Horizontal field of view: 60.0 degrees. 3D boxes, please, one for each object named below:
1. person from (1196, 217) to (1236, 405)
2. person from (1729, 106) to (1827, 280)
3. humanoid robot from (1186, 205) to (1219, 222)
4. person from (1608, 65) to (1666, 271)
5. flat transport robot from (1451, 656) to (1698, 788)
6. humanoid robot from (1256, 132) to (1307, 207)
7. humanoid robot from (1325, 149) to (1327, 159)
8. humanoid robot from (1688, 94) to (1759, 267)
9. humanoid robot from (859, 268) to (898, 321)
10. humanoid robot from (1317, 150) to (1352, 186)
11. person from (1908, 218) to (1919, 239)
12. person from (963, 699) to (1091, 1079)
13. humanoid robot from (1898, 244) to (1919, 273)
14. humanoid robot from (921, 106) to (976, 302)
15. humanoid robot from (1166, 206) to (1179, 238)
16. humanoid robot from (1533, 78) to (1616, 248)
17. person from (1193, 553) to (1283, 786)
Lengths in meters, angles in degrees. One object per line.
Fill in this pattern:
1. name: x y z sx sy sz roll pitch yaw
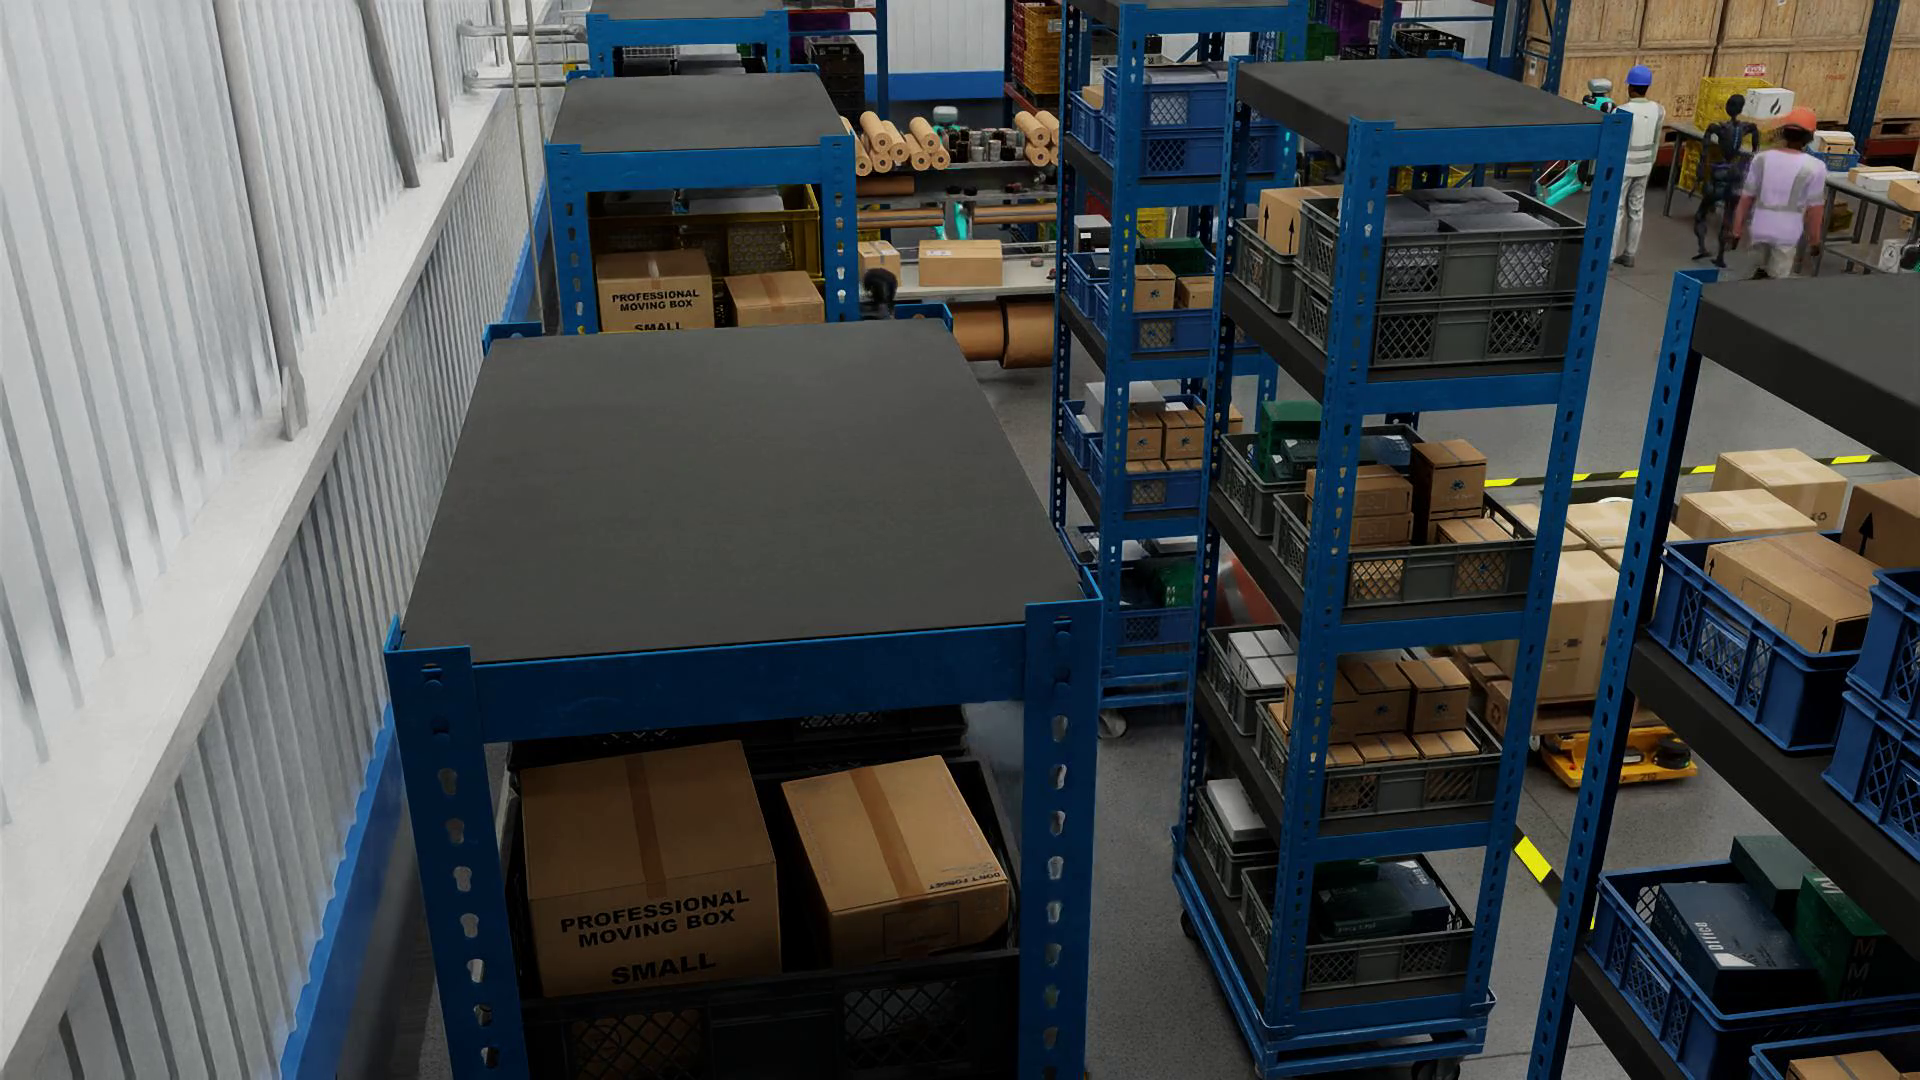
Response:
1. person: 1.697 -1.261 11.146 0.376 1.853 0.587 -4 25 -8
2. person: 6.731 -2.533 13.707 0.469 2.021 0.622 -17 30 -32
3. humanoid robot: 2.704 -4.054 17.414 0.555 1.760 1.069 -9 26 -19
4. person: 6.445 -3.584 16.082 0.604 1.947 0.403 -9 26 -18
5. flat transport robot: 3.106 0.789 8.551 0.652 0.197 1.431 -4 25 -8
6. humanoid robot: 3.054 -3.279 15.582 0.532 1.724 0.716 -5 25 -12
7. humanoid robot: 4.188 -4.464 18.328 0.398 1.648 0.601 0 25 0
8. humanoid robot: 7.466 -3.504 16.232 0.616 1.642 0.392 0 25 0
9. humanoid robot: -0.578 -0.941 10.662 0.380 1.631 0.588 3 25 7
10. humanoid robot: 3.224 -2.577 14.269 0.601 1.628 0.772 -20 31 -36
11. person: 9.373 -3.438 15.842 0.353 1.881 0.574 2 25 5
12. person: 0.131 1.076 5.998 0.630 1.913 0.777 -22 33 -39
13. humanoid robot: 6.661 -1.220 11.264 0.531 1.783 1.024 1 25 2
14. humanoid robot: -0.072 -2.895 14.928 0.544 1.859 0.832 -4 25 -9
15. humanoid robot: 2.267 -3.748 16.528 0.533 1.677 0.735 4 25 10
16. humanoid robot: 5.983 -3.685 16.436 0.737 1.690 0.532 -2 25 -4
17. person: 1.217 0.643 6.873 0.611 1.961 0.363 -13 28 -26
